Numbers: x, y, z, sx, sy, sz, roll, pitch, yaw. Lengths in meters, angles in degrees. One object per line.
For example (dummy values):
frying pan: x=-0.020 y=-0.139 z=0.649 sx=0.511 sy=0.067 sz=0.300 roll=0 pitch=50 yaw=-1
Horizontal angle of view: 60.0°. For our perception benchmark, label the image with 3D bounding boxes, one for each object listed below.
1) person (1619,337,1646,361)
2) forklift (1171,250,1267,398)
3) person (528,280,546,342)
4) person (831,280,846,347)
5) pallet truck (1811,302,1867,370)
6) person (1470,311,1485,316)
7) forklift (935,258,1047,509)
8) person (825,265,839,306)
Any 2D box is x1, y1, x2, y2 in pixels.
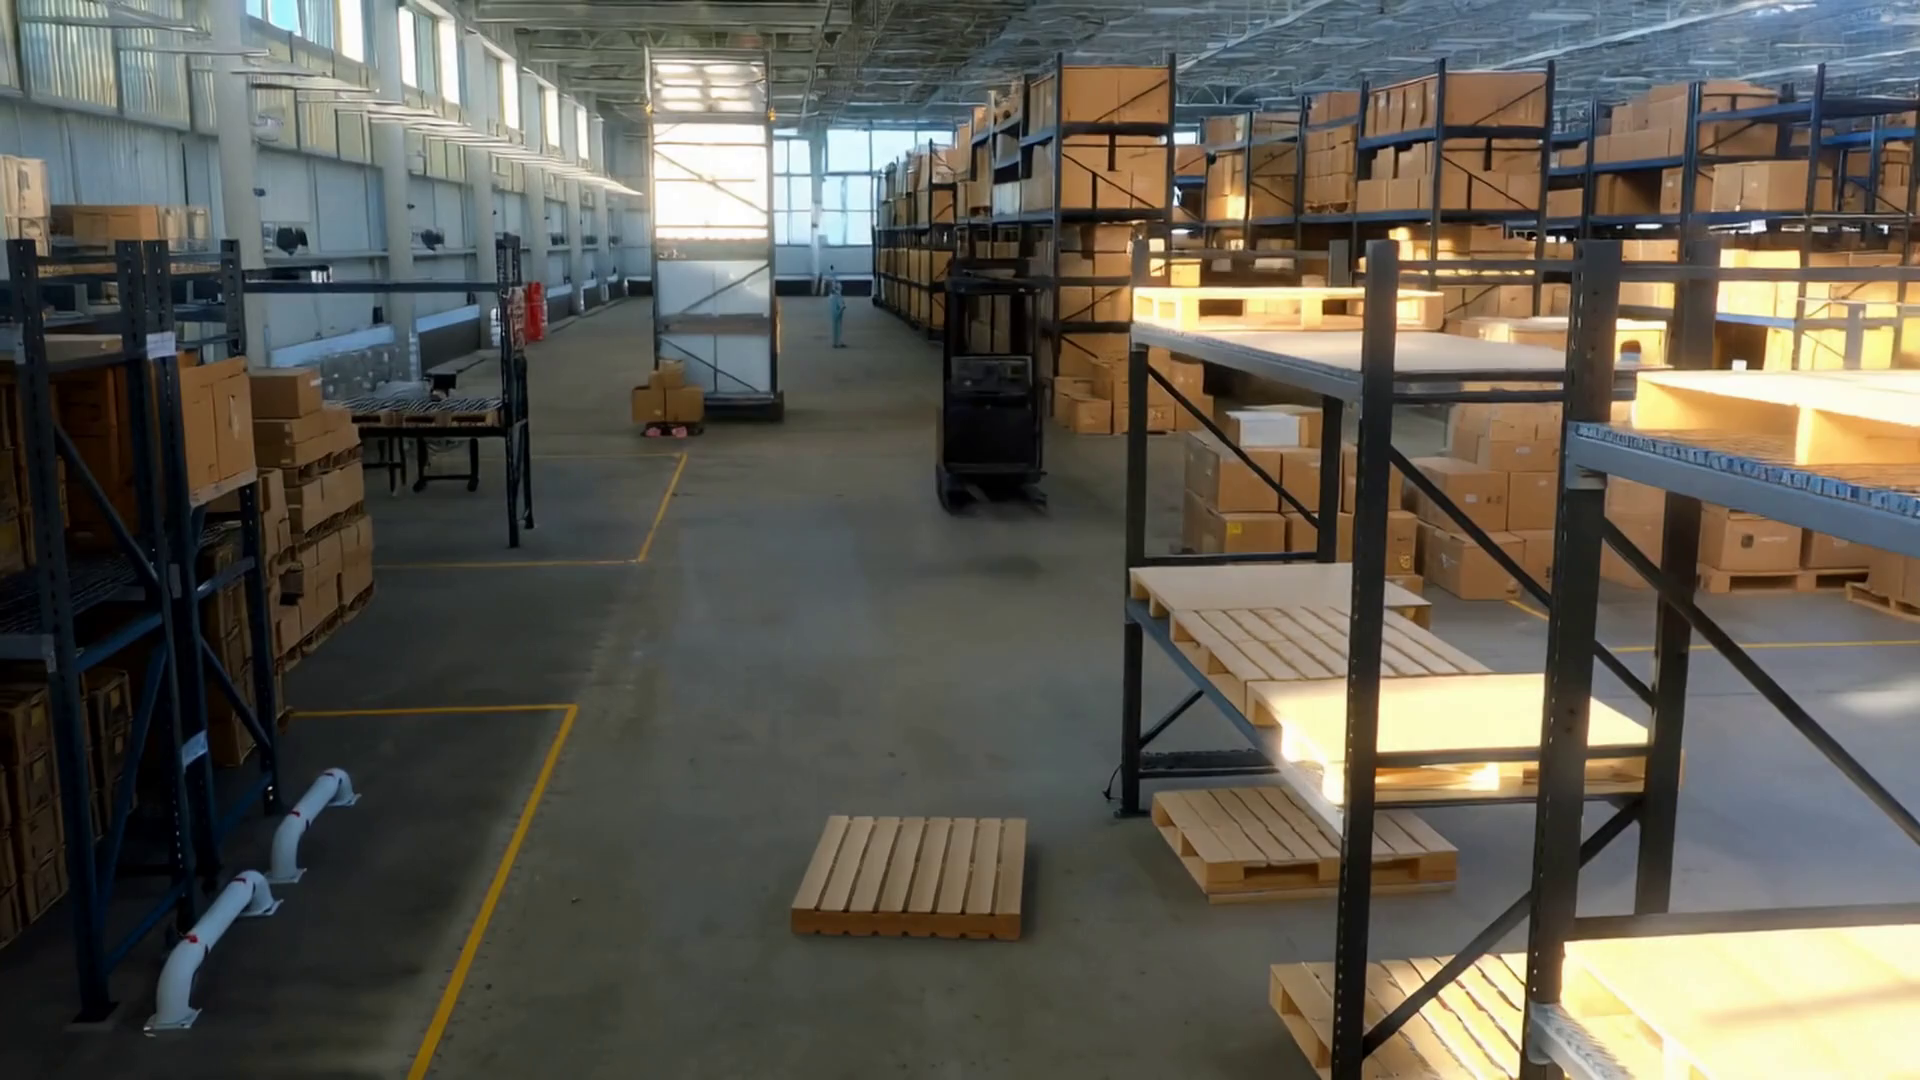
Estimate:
person: x=7.638 y=-1.363 z=19.128 sx=0.372 sy=1.928 sz=0.543 roll=2 pitch=10 yaw=12
forklift: x=5.078 y=-4.259 z=32.533 sx=1.129 sy=2.768 sz=1.873 roll=-6 pitch=12 yaw=-31
person: x=-12.644 y=-6.839 z=49.717 sx=0.563 sy=1.838 sz=0.388 roll=2 pitch=10 yaw=9
person: x=-3.451 y=-6.439 z=47.302 sx=0.410 sy=1.912 sz=0.643 roll=-2 pitch=10 yaw=-12
pallet truck: x=15.846 y=-3.142 z=28.793 sx=1.885 sy=1.965 sz=0.823 roll=2 pitch=10 yaw=12
person: x=7.751 y=-2.490 z=25.288 sx=0.999 sy=1.948 sz=0.656 roll=-3 pitch=11 yaw=-15
forklift: x=0.316 y=-1.874 z=19.316 sx=1.129 sy=2.768 sz=1.873 roll=-1 pitch=10 yaw=-6
person: x=-5.878 y=-11.697 z=76.537 sx=0.644 sy=1.886 sz=1.048 roll=8 pitch=13 yaw=36
